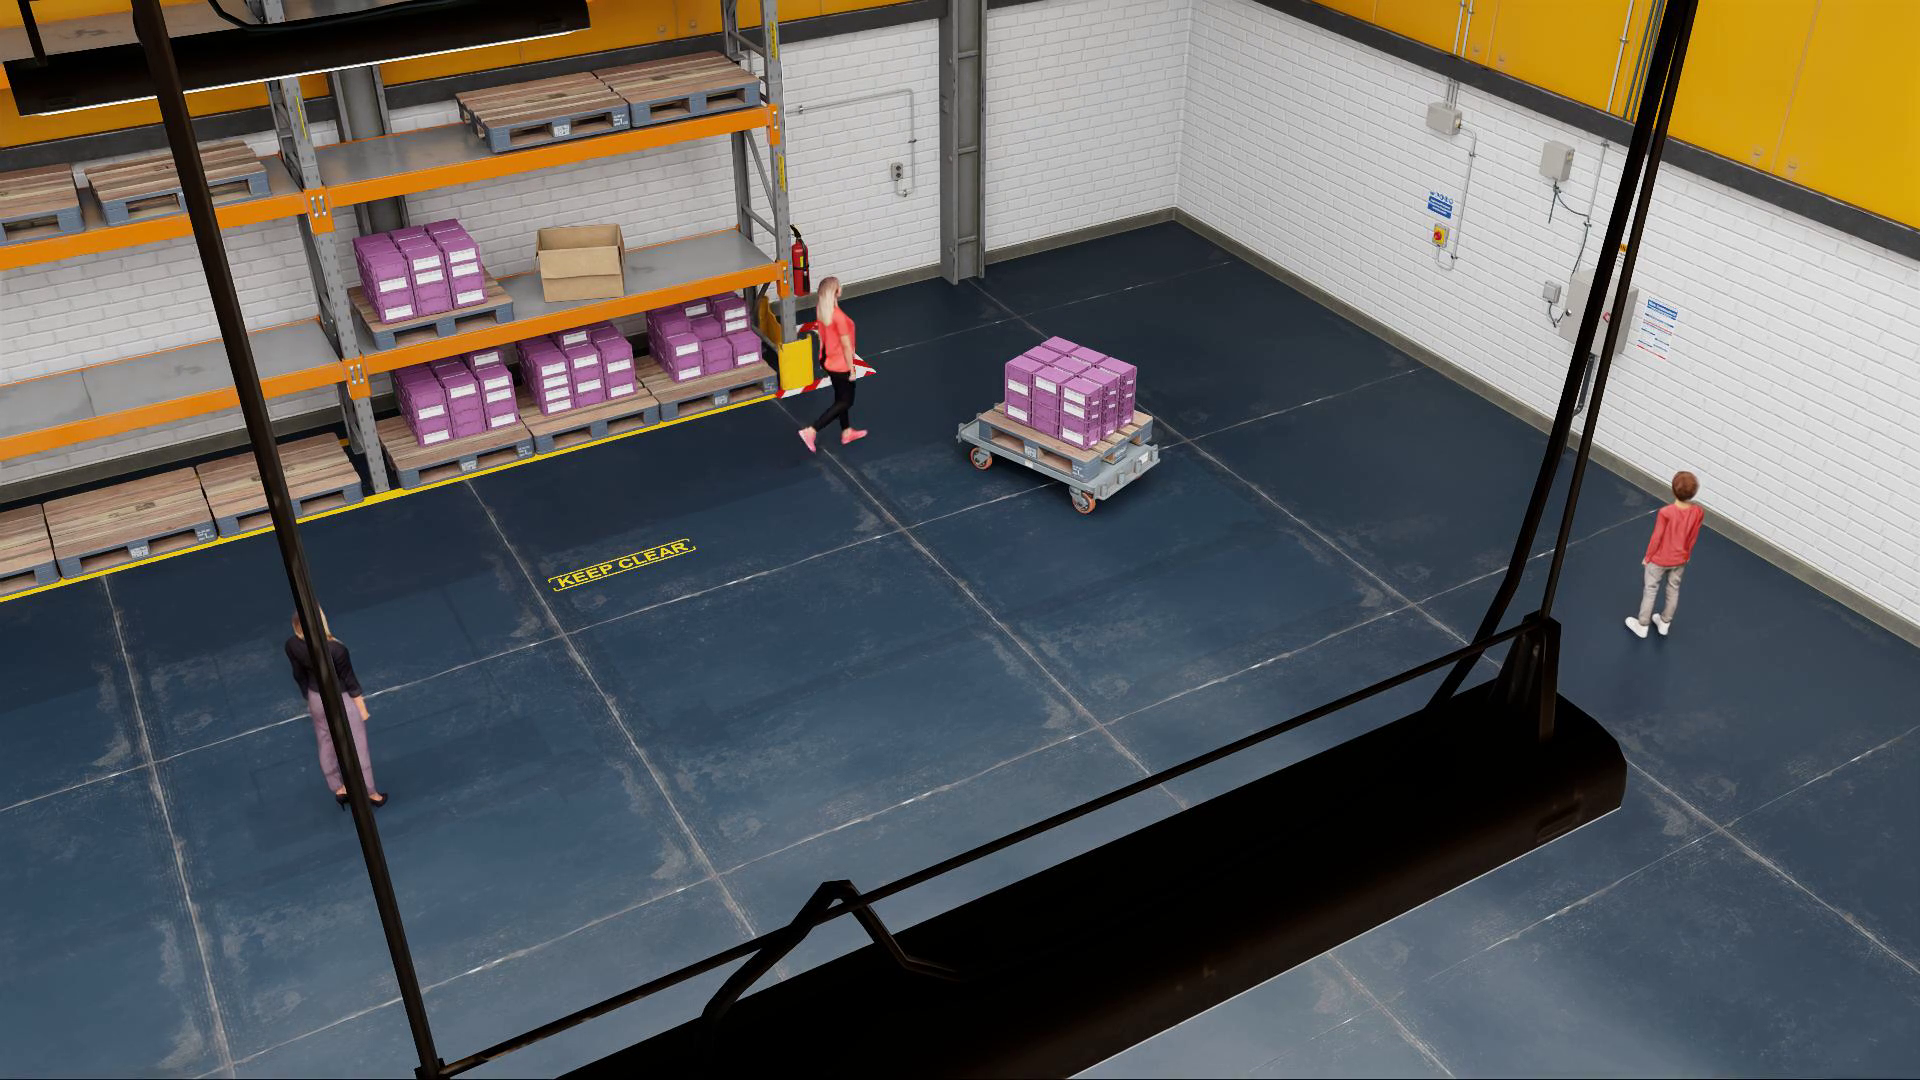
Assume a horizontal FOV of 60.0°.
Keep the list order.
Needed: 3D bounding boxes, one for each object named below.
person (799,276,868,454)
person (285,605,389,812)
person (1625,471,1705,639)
[{"bbox_3d":[-1.165,-1.528,14.819,0.966,1.680,0.620,-20,39,-28],"label":"person"},{"bbox_3d":[-4.091,1.103,10.867,0.665,1.672,0.733,7,34,10],"label":"person"},{"bbox_3d":[5.370,0.115,12.583,0.528,1.418,0.641,-3,34,-5],"label":"person"}]
